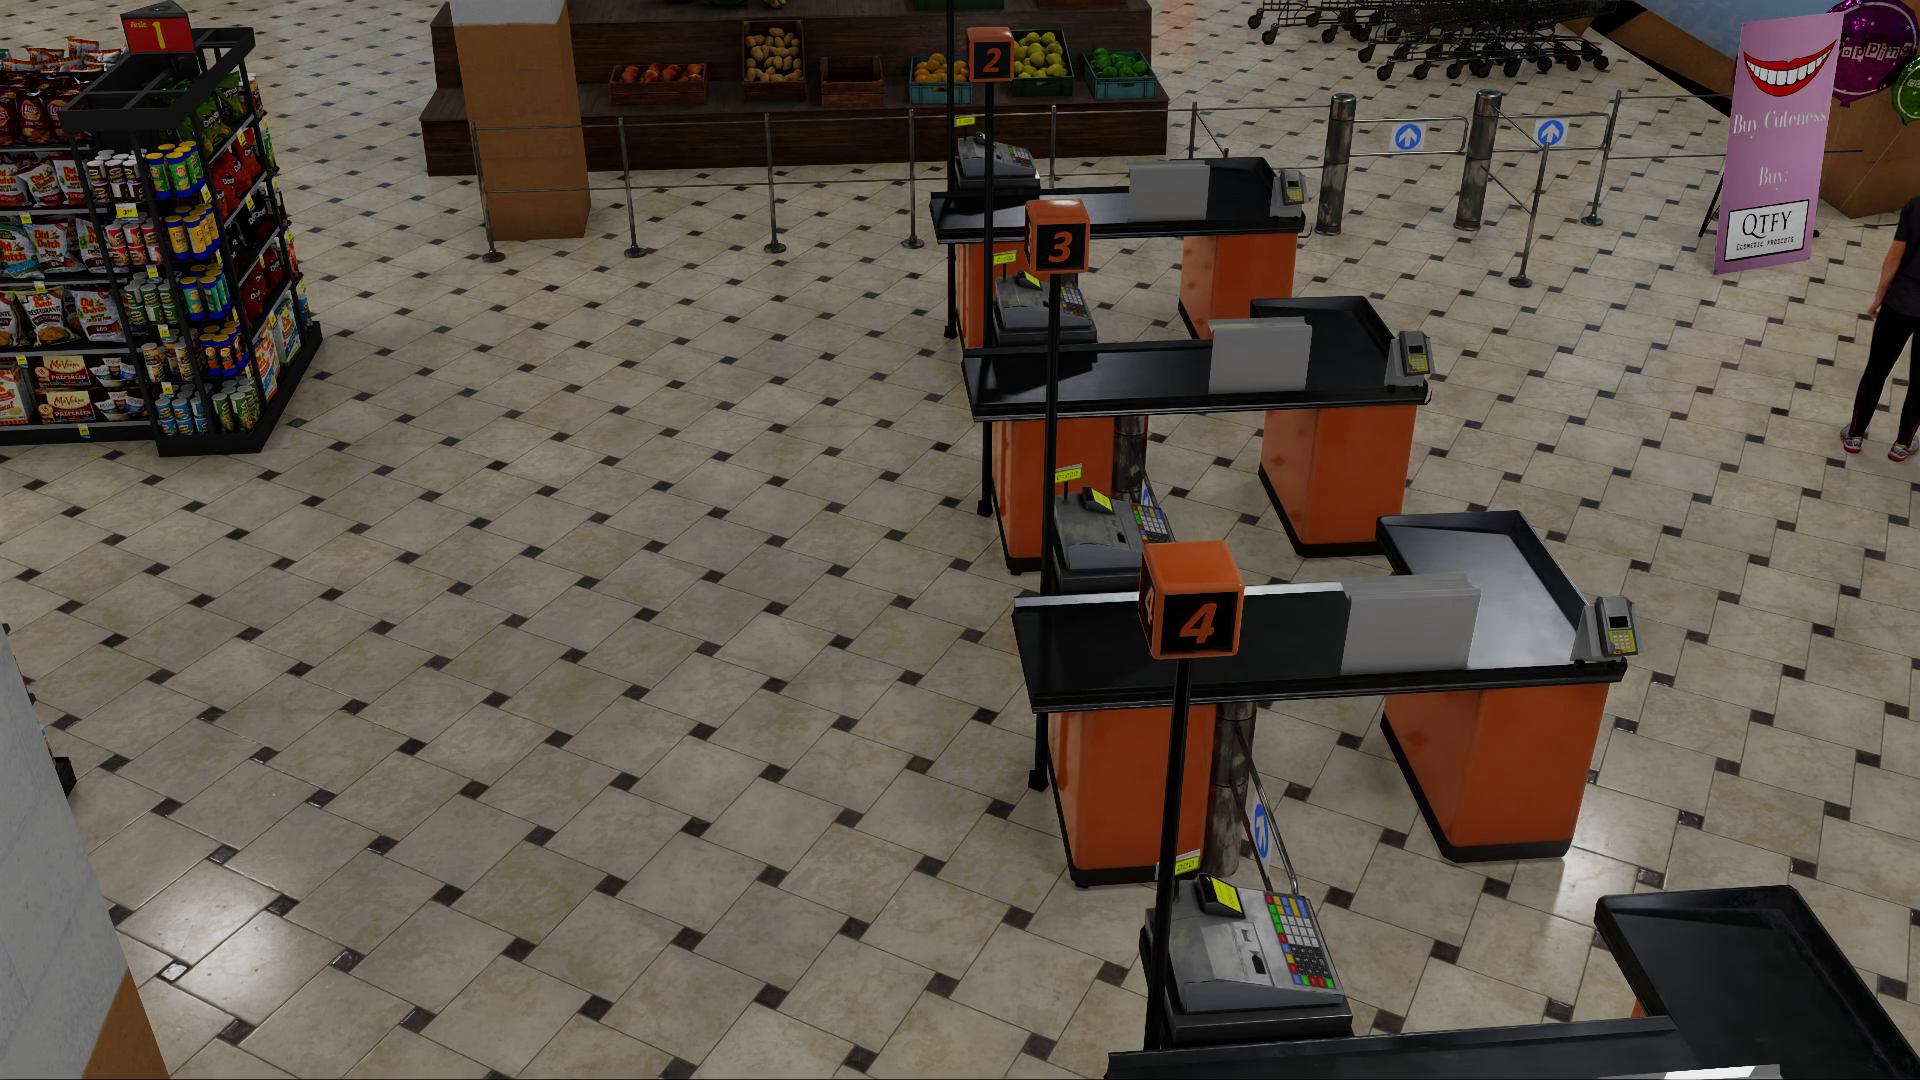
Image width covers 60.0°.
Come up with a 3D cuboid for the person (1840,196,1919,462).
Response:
[{"bbox_3d":[5.214,-1.271,9.037,0.674,1.760,0.779,17,36,25],"label":"person"}]
